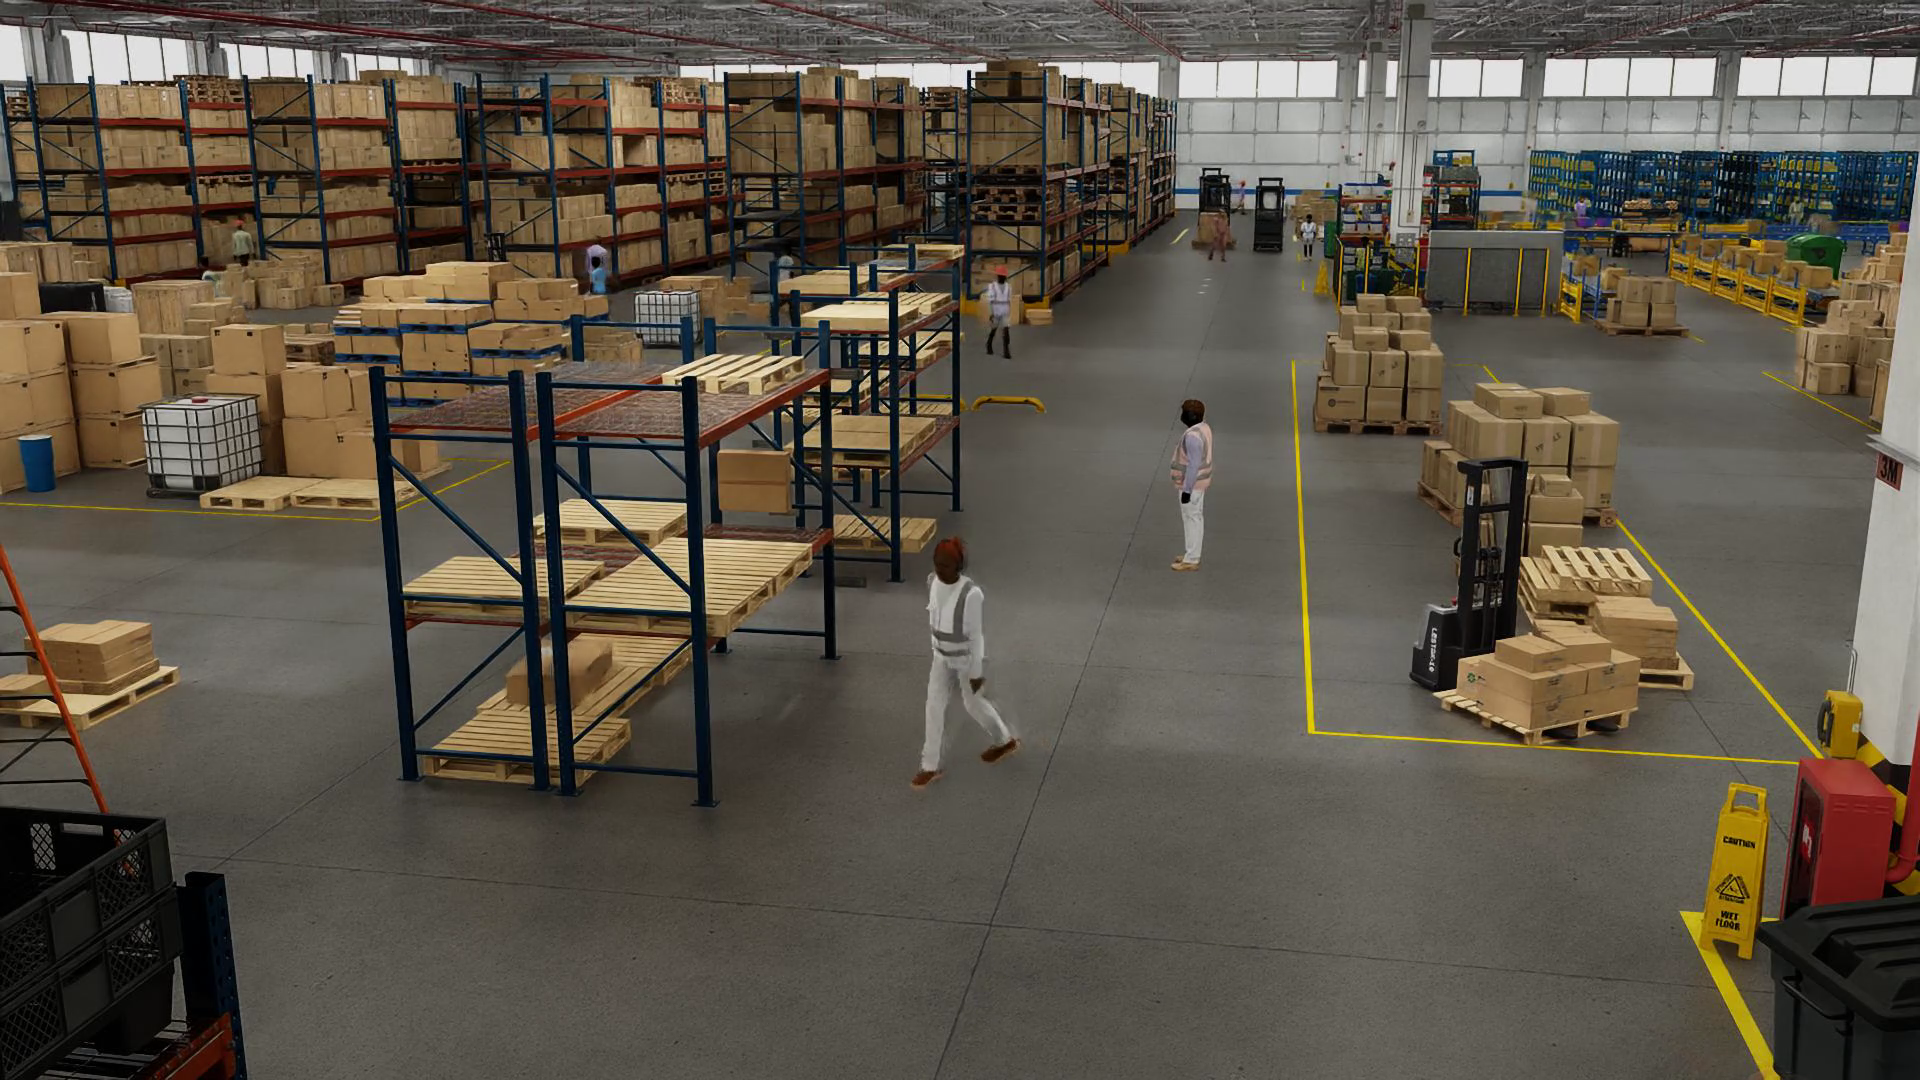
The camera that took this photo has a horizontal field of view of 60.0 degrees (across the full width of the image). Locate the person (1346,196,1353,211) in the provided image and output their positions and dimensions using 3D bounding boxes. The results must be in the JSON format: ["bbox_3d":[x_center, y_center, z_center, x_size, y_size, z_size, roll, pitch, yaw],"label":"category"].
[{"bbox_3d":[17.213,-14.459,74.126,0.676,1.811,0.597,3,14,12],"label":"person"}]

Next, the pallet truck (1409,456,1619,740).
[{"bbox_3d":[4.504,0.400,13.395,0.823,1.965,1.885,-6,15,-23],"label":"pallet truck"}]

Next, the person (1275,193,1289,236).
[{"bbox_3d":[14.186,-14.344,73.427,0.641,1.911,0.654,5,15,18],"label":"person"}]

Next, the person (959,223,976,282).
[{"bbox_3d":[0.278,-8.890,51.318,0.407,1.902,0.639,-12,18,-40],"label":"person"}]

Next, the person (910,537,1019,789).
[{"bbox_3d":[0.035,0.832,12.021,0.957,1.835,0.602,-13,19,-42],"label":"person"}]

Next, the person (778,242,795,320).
[{"bbox_3d":[-4.318,-6.373,41.013,0.725,1.931,0.651,-7,16,-28],"label":"person"}]

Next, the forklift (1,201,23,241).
[{"bbox_3d":[-24.343,-7.328,42.956,1.873,2.768,1.129,-9,16,-32],"label":"forklift"}]

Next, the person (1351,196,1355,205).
[{"bbox_3d":[20.656,-17.777,87.746,0.485,1.735,0.347,-10,17,-36],"label":"person"}]

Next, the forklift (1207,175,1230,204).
[{"bbox_3d":[10.640,-13.705,68.846,1.129,2.768,1.873,3,14,10],"label":"forklift"}]

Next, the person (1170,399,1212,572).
[{"bbox_3d":[2.456,-0.587,17.726,0.429,1.843,0.633,4,14,16],"label":"person"}]

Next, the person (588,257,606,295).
[{"bbox_3d":[-8.744,-5.924,39.714,0.683,1.671,0.553,5,15,19],"label":"person"}]

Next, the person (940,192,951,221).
[{"bbox_3d":[-0.730,-17.305,85.665,0.604,1.810,0.708,2,14,8],"label":"person"}]

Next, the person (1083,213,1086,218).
[{"bbox_3d":[5.773,-15.430,77.935,0.417,1.884,0.727,-5,15,-18],"label":"person"}]

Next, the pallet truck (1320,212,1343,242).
[{"bbox_3d":[15.874,-13.227,70.310,0.680,1.201,1.601,10,17,35],"label":"pallet truck"}]

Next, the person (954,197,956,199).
[{"bbox_3d":[0.026,-18.132,88.990,0.661,1.821,0.659,-2,14,-8],"label":"person"}]

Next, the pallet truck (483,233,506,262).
[{"bbox_3d":[-11.832,-7.026,43.548,1.885,1.965,0.823,8,16,28],"label":"pallet truck"}]

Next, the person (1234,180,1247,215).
[{"bbox_3d":[15.608,-19.010,92.369,0.656,1.917,0.555,4,14,17],"label":"person"}]

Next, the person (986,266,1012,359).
[{"bbox_3d":[0.806,-4.725,34.408,0.547,1.907,0.900,-4,15,-17],"label":"person"}]

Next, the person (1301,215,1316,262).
[{"bbox_3d":[12.483,-10.824,59.670,0.542,1.654,0.866,3,14,13],"label":"person"}]

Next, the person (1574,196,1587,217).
[{"bbox_3d":[26.917,-14.015,72.233,0.563,1.845,0.389,-3,14,-10],"label":"person"}]

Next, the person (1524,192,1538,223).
[{"bbox_3d":[26.048,-14.889,75.785,0.639,1.862,1.015,-6,15,-25],"label":"person"}]

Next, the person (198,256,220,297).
[{"bbox_3d":[-16.641,-5.377,37.086,0.808,1.894,0.597,-5,15,-21],"label":"person"}]

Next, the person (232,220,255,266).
[{"bbox_3d":[-21.801,-8.716,50.492,0.616,1.964,0.888,4,14,15],"label":"person"}]

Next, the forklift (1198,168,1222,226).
[{"bbox_3d":[12.370,-16.939,81.975,1.129,2.768,1.873,3,14,10],"label":"forklift"}]

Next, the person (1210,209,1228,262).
[{"bbox_3d":[9.323,-10.947,59.694,0.646,1.886,0.668,-6,15,-23],"label":"person"}]

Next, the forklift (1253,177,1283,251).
[{"bbox_3d":[12.083,-12.747,64.956,1.129,2.768,1.873,3,14,10],"label":"forklift"}]

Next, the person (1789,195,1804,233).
[{"bbox_3d":[37.029,-14.337,73.619,0.597,1.813,0.542,5,15,20],"label":"person"}]

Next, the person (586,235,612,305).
[{"bbox_3d":[-9.716,-7.170,44.380,0.636,1.888,1.034,9,16,31],"label":"person"}]

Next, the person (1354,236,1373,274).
[{"bbox_3d":[11.379,-7.712,46.942,0.540,1.700,0.316,8,16,30],"label":"person"}]
